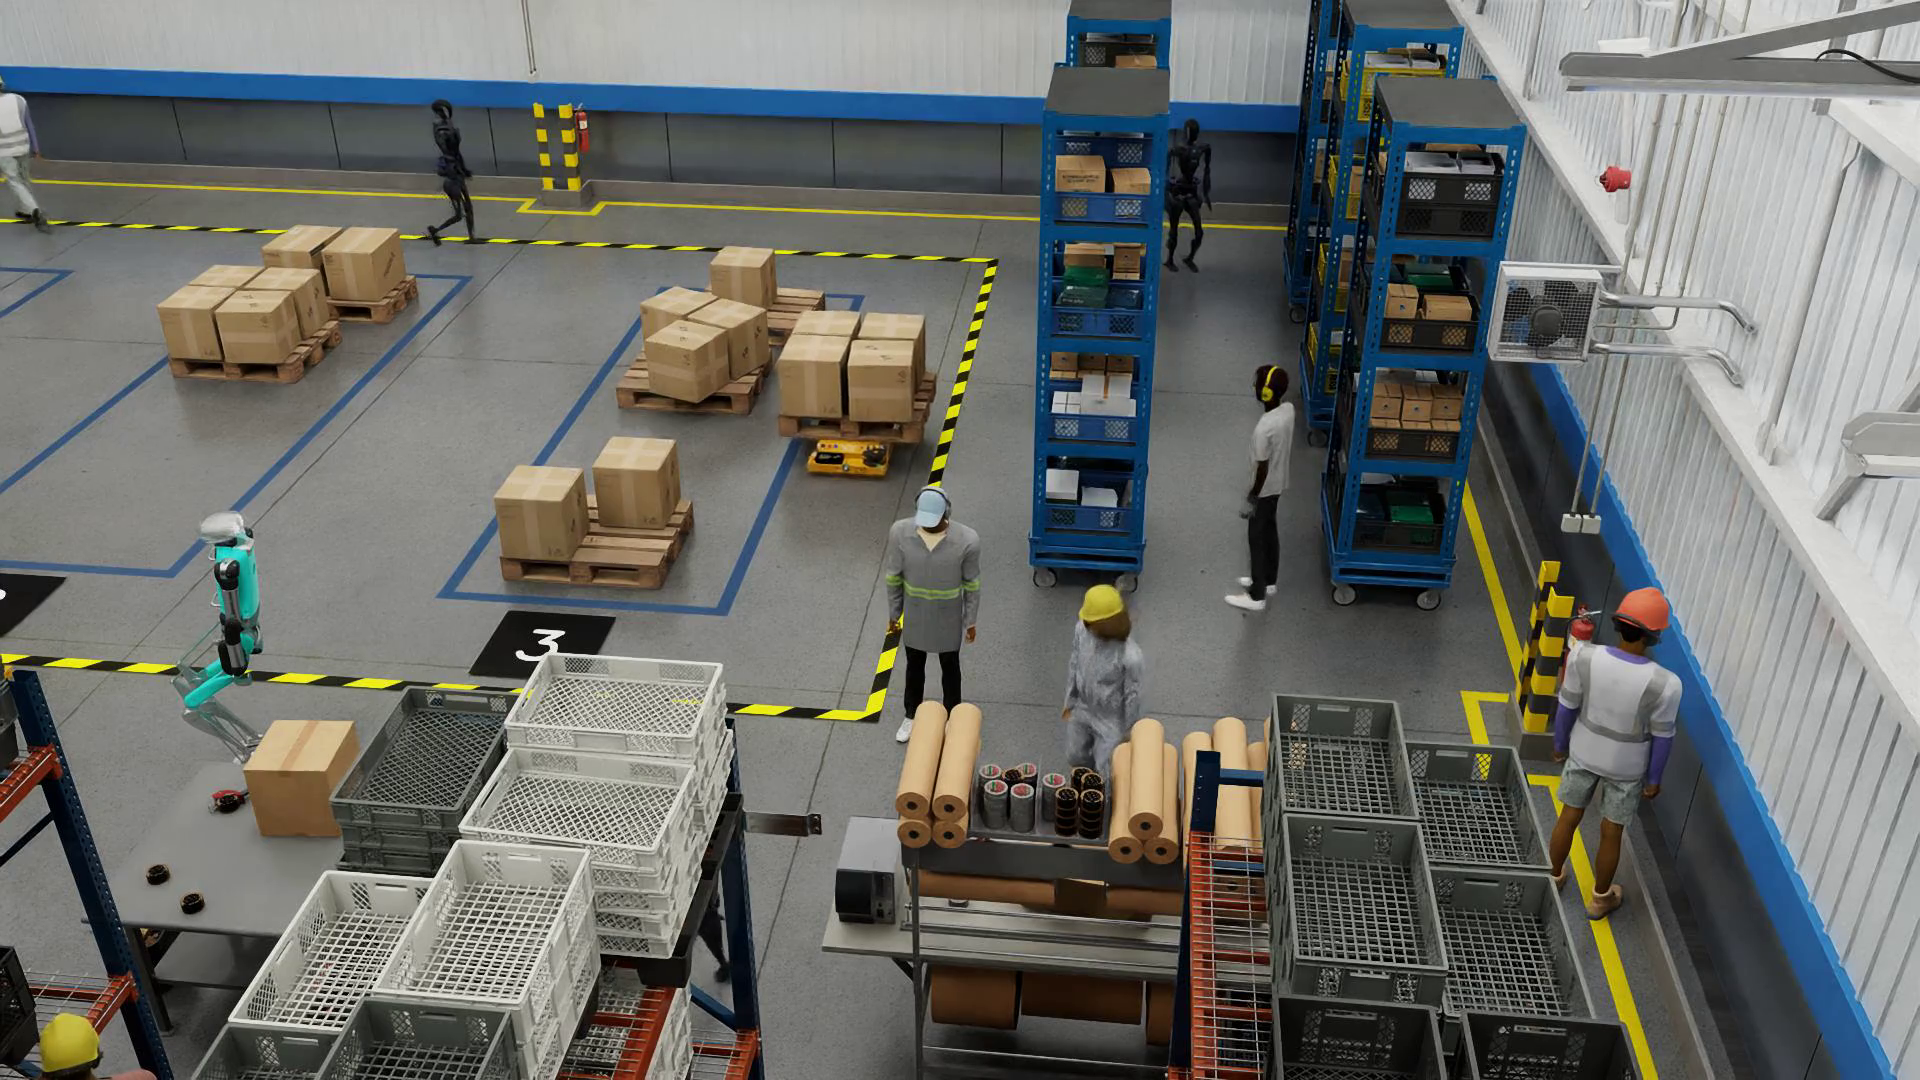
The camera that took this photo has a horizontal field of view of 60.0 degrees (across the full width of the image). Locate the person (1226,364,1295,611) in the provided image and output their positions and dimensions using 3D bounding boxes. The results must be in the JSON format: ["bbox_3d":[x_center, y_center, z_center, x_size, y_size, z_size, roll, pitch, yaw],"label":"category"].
[{"bbox_3d":[2.138,-0.366,11.713,0.312,1.868,0.527,17,34,27],"label":"person"}]

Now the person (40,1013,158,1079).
[{"bbox_3d":[-3.397,2.595,6.726,0.523,1.769,0.312,-18,35,-28],"label":"person"}]

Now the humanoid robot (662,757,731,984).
[{"bbox_3d":[-1.388,1.736,8.342,0.772,1.620,0.610,-20,36,-31],"label":"humanoid robot"}]

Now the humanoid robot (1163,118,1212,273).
[{"bbox_3d":[2.369,-3.601,17.455,0.616,1.646,0.463,-11,32,-18],"label":"humanoid robot"}]

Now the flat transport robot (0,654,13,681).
[{"bbox_3d":[-7.142,0.969,11.010,1.431,0.231,0.659,3,30,6],"label":"flat transport robot"}]

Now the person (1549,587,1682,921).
[{"bbox_3d":[3.487,1.152,8.944,0.605,2.033,0.389,22,36,32],"label":"person"}]

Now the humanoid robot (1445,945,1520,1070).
[{"bbox_3d":[2.252,2.191,7.539,0.600,1.639,0.470,19,35,29],"label":"humanoid robot"}]

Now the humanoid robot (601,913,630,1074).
[{"bbox_3d":[-1.675,2.159,7.577,0.634,1.631,0.605,-10,32,-16],"label":"humanoid robot"}]

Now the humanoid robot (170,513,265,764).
[{"bbox_3d":[-4.508,0.618,10.021,0.735,1.674,0.533,-5,31,-9],"label":"humanoid robot"}]

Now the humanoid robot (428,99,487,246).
[{"bbox_3d":[-5.583,-4.002,18.160,0.583,1.644,0.599,-2,30,-3],"label":"humanoid robot"}]

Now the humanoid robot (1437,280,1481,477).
[{"bbox_3d":[3.693,-1.245,13.218,0.533,1.677,0.735,26,39,37],"label":"humanoid robot"}]

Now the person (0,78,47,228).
[{"bbox_3d":[-10.655,-4.398,18.698,0.775,1.808,0.598,19,35,29],"label":"person"}]

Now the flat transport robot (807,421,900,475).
[{"bbox_3d":[-0.864,-0.986,14.339,0.652,0.197,1.431,3,30,6],"label":"flat transport robot"}]

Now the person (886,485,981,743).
[{"bbox_3d":[-0.174,0.469,10.299,0.587,1.848,0.398,5,31,8],"label":"person"}]

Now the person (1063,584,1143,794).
[{"bbox_3d":[0.825,0.988,9.532,0.407,1.753,0.490,-25,38,-36],"label":"person"}]
